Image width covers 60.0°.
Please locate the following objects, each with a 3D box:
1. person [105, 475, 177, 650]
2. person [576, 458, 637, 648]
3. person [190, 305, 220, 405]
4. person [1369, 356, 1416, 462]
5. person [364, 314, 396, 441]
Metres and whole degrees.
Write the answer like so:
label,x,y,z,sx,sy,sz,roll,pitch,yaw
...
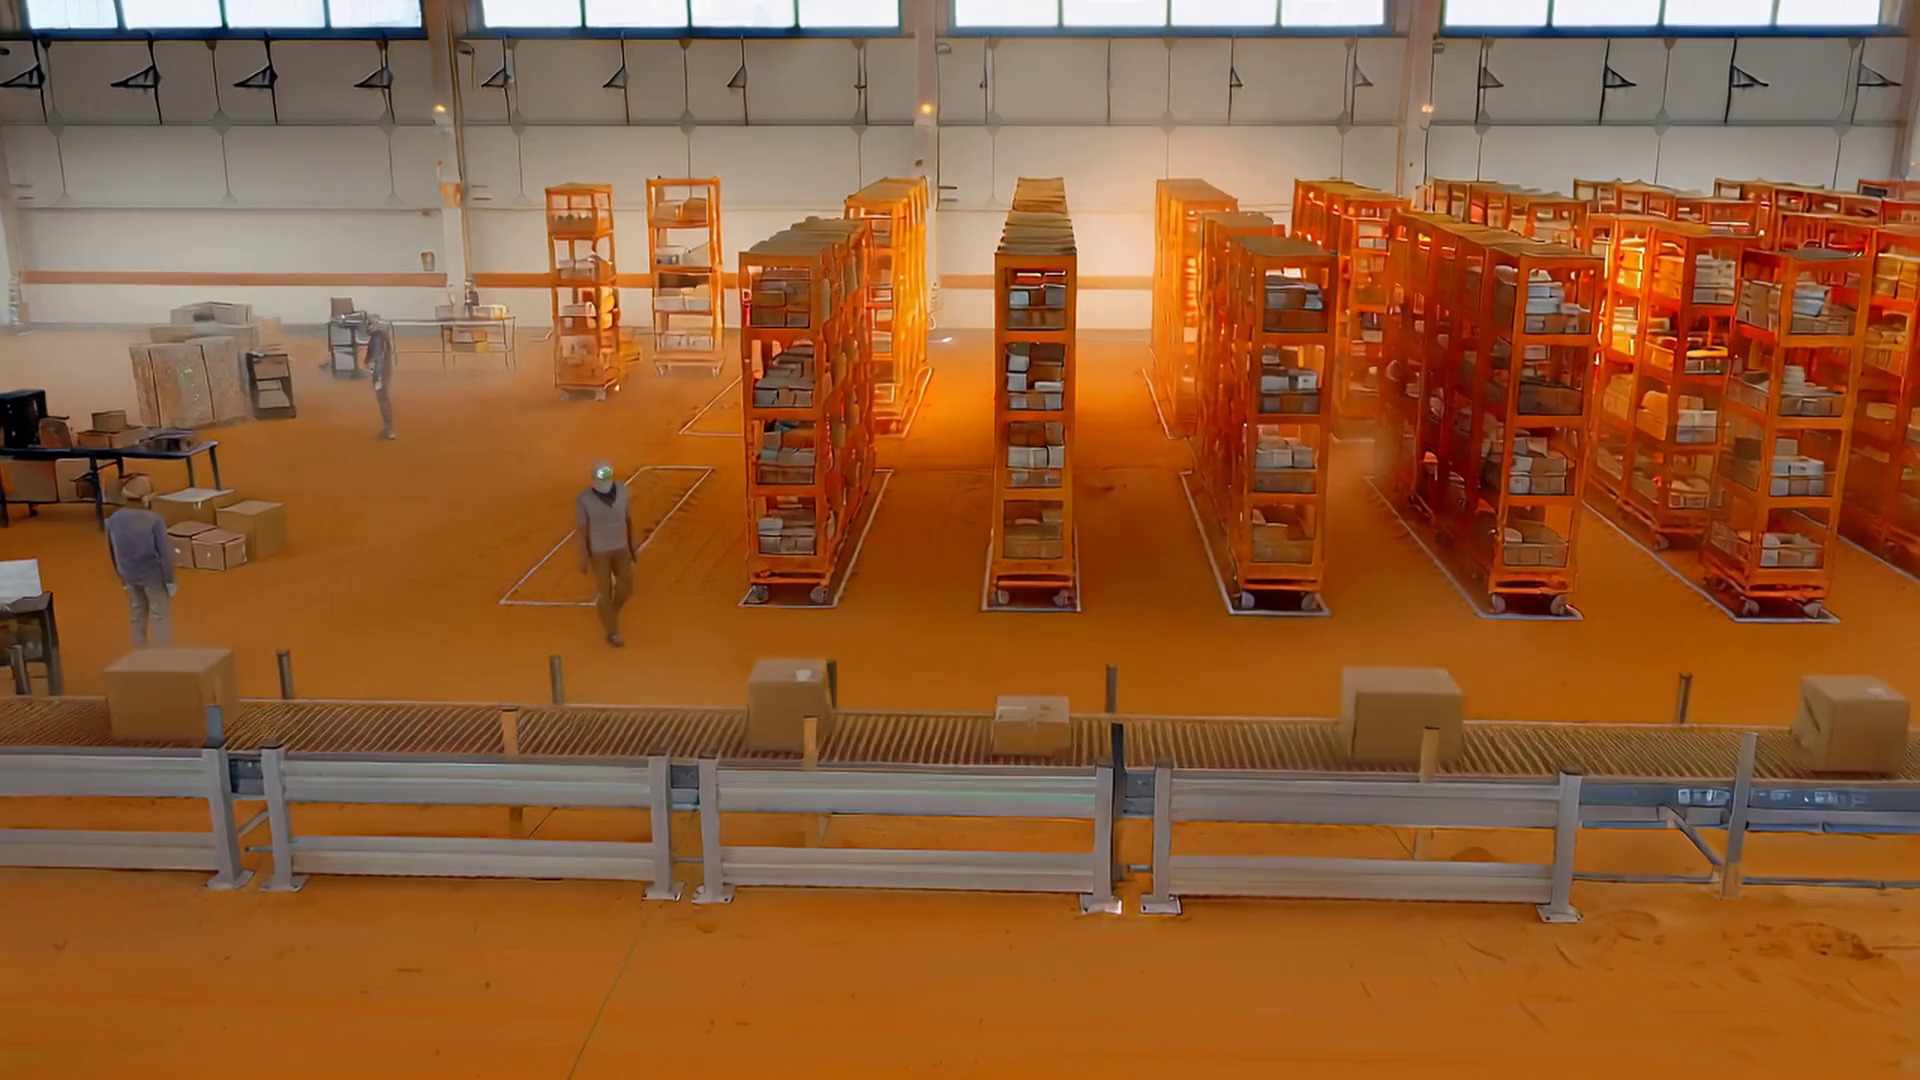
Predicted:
label,x,y,z,sx,sy,sz,roll,pitch,yaw
person,-7.272,0.317,14.890,0.586,1.833,0.403,3,15,11
person,-3.310,0.110,15.655,0.606,1.830,0.429,-13,20,-41
person,-12.549,-3.021,27.496,0.809,1.706,0.507,-1,15,-2
person,6.071,-1.855,22.996,0.623,1.816,0.604,7,17,24
person,-8.737,-2.452,25.026,0.407,1.906,0.655,-3,15,-12
